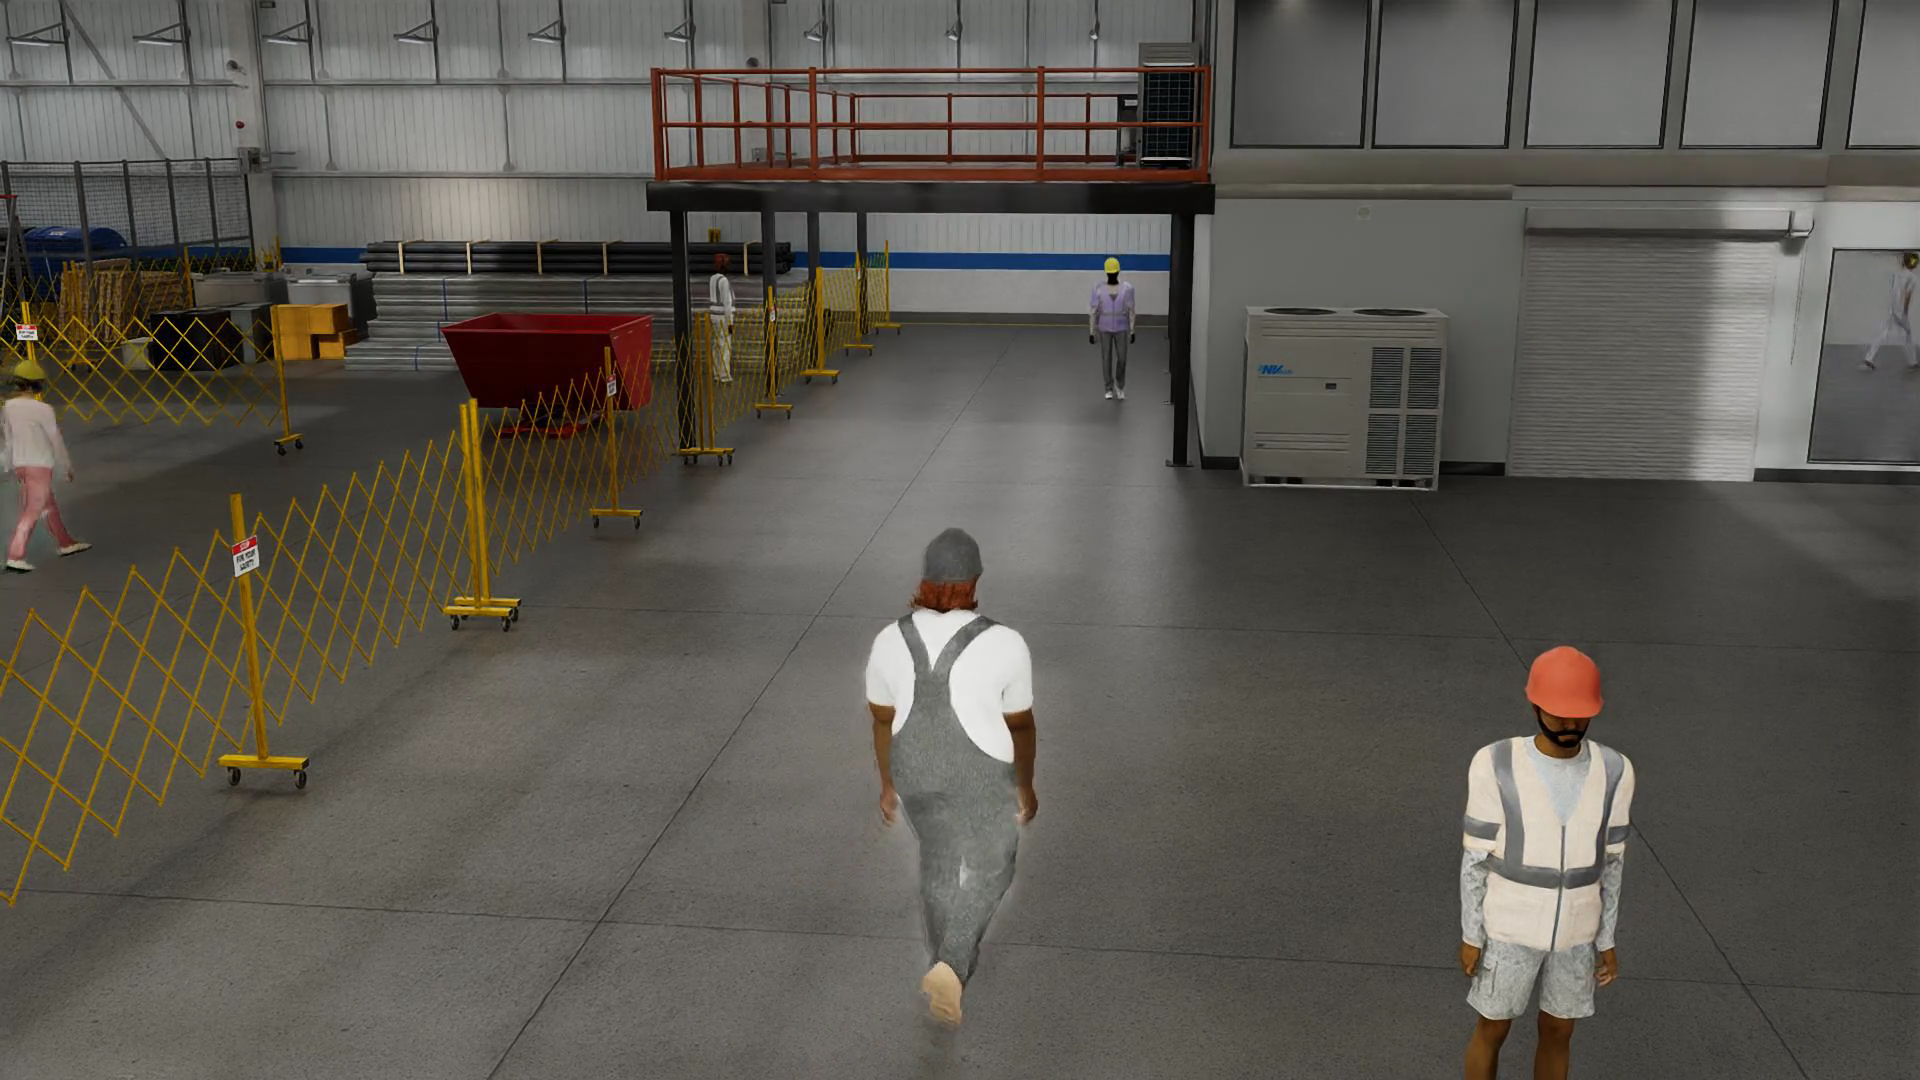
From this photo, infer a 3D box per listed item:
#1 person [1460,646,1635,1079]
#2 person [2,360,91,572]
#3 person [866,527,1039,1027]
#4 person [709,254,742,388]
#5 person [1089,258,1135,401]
[{"bbox_3d":[1.931,1.280,5.522,0.545,1.939,0.354,0,14,0],"label":"person"},{"bbox_3d":[-7.664,-0.623,13.761,0.542,1.720,0.919,5,15,21],"label":"person"},{"bbox_3d":[-0.045,0.938,6.705,0.689,2.000,0.749,6,15,24],"label":"person"},{"bbox_3d":[-3.349,-3.100,23.542,0.356,1.882,0.574,-8,16,-28],"label":"person"},{"bbox_3d":[2.043,-2.819,22.338,0.629,1.902,0.695,1,14,5],"label":"person"}]
